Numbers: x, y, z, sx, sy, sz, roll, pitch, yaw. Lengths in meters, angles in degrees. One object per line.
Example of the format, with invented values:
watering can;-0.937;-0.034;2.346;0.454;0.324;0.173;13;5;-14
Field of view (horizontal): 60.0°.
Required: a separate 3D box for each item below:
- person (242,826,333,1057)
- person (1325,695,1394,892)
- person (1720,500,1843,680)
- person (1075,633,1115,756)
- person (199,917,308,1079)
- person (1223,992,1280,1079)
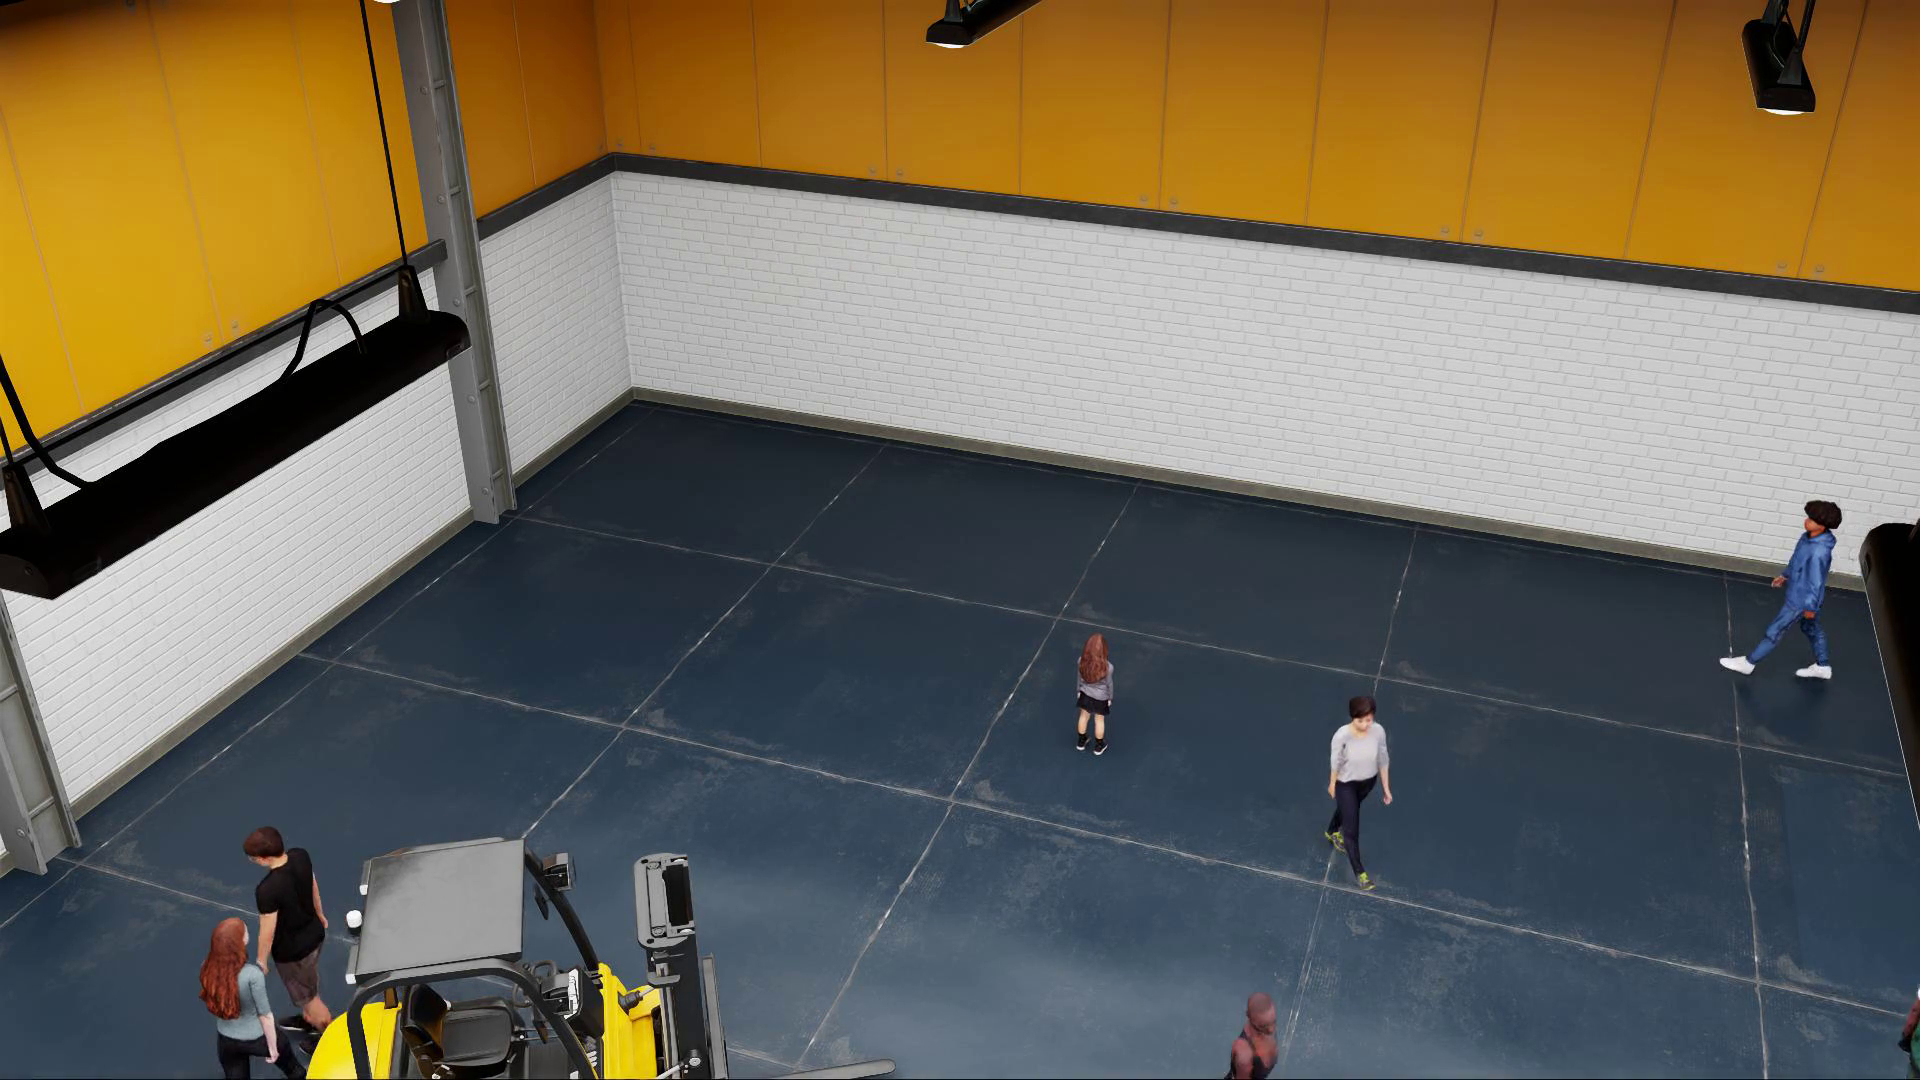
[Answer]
person;-4.138;2.572;10.557;0.843;1.838;0.791;5;29;9
person;2.905;1.758;12.394;0.972;1.508;1.099;-9;30;-17
person;7.431;0.483;14.464;0.785;1.764;1.103;12;31;21
person;1.105;1.256;13.736;0.480;1.105;0.461;13;31;22
person;-4.265;3.036;9.859;0.707;1.692;1.146;5;29;10
person;1.586;3.180;9.557;0.812;1.728;0.656;11;30;19
